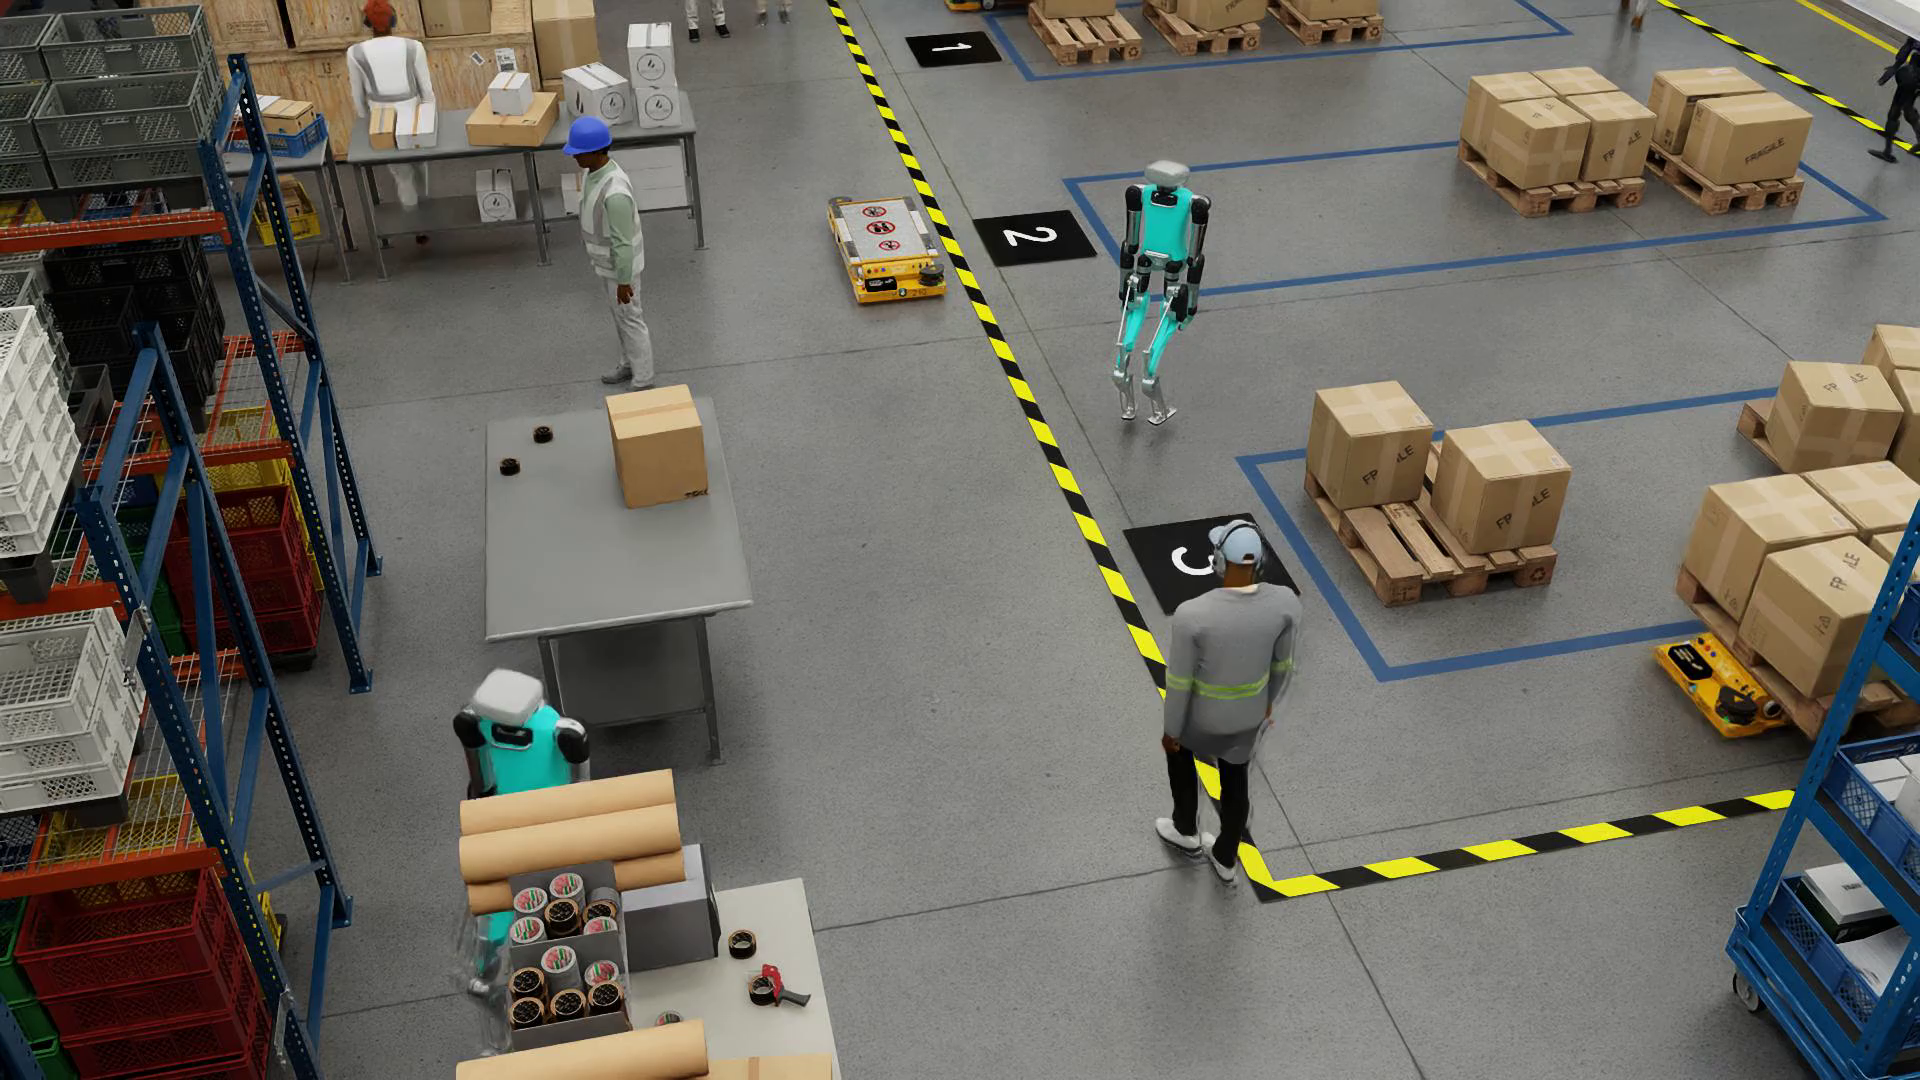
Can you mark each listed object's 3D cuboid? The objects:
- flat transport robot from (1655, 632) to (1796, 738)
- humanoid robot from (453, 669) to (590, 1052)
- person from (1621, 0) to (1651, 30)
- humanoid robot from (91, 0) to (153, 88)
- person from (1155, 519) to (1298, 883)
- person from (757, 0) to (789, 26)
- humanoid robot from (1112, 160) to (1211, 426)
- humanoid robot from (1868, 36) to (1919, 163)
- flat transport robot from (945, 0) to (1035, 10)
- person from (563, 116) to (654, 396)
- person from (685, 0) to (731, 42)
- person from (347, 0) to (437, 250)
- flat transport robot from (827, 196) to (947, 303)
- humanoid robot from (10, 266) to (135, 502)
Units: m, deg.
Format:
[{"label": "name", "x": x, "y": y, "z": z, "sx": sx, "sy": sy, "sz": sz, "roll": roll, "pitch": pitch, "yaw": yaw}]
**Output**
[{"label": "flat transport robot", "x": 4.461, "y": 0.642, "z": 8.668, "sx": 1.431, "sy": 0.197, "sz": 0.652, "roll": -8, "pitch": 37, "yaw": -10}, {"label": "humanoid robot", "x": -1.711, "y": 1.393, "z": 6.465, "sx": 0.531, "sy": 1.796, "sz": 0.793, "roll": 7, "pitch": 37, "yaw": 10}, {"label": "person", "x": 6.841, "y": -6.047, "z": 16.373, "sx": 0.593, "sy": 1.829, "sz": 0.991, "roll": 12, "pitch": 38, "yaw": 16}, {"label": "humanoid robot", "x": -7.065, "y": -4.347, "z": 14.243, "sx": 0.588, "sy": 1.621, "sz": 0.759, "roll": -8, "pitch": 37, "yaw": -10}, {"label": "person", "x": 1.142, "y": 0.709, "z": 7.293, "sx": 0.607, "sy": 1.823, "sz": 0.582, "roll": -10, "pitch": 38, "yaw": -14}, {"label": "person", "x": -1.839, "y": -5.886, "z": 16.230, "sx": 0.576, "sy": 1.741, "sz": 0.451, "roll": -8, "pitch": 37, "yaw": -11}, {"label": "humanoid robot", "x": 1.140, "y": -1.429, "z": 10.135, "sx": 0.533, "sy": 1.673, "sz": 0.735, "roll": 17, "pitch": 40, "yaw": 21}, {"label": "humanoid robot", "x": 7.878, "y": -3.876, "z": 13.585, "sx": 0.603, "sy": 1.650, "sz": 0.415, "roll": -15, "pitch": 39, "yaw": -19}, {"label": "flat transport robot", "x": 0.531, "y": -5.743, "z": 17.249, "sx": 1.431, "sy": 0.197, "sz": 0.652, "roll": -8, "pitch": 37, "yaw": -10}, {"label": "person", "x": -2.201, "y": -1.767, "z": 10.532, "sx": 0.416, "sy": 1.939, "sz": 0.604, "roll": -15, "pitch": 39, "yaw": -19}, {"label": "person", "x": -2.482, "y": -5.718, "z": 15.925, "sx": 0.589, "sy": 1.836, "sz": 0.404, "roll": -14, "pitch": 39, "yaw": -18}, {"label": "person", "x": -4.218, "y": -3.161, "z": 12.496, "sx": 0.566, "sy": 1.837, "sz": 1.022, "roll": -16, "pitch": 39, "yaw": -20}, {"label": "flat transport robot", "x": -0.570, "y": -2.220, "z": 12.538, "sx": 0.659, "sy": 0.231, "sz": 1.431, "roll": -8, "pitch": 37, "yaw": -10}, {"label": "humanoid robot", "x": -5.210, "y": -0.819, "z": 9.486, "sx": 0.547, "sy": 1.639, "sz": 0.612, "roll": -13, "pitch": 39, "yaw": -17}]
